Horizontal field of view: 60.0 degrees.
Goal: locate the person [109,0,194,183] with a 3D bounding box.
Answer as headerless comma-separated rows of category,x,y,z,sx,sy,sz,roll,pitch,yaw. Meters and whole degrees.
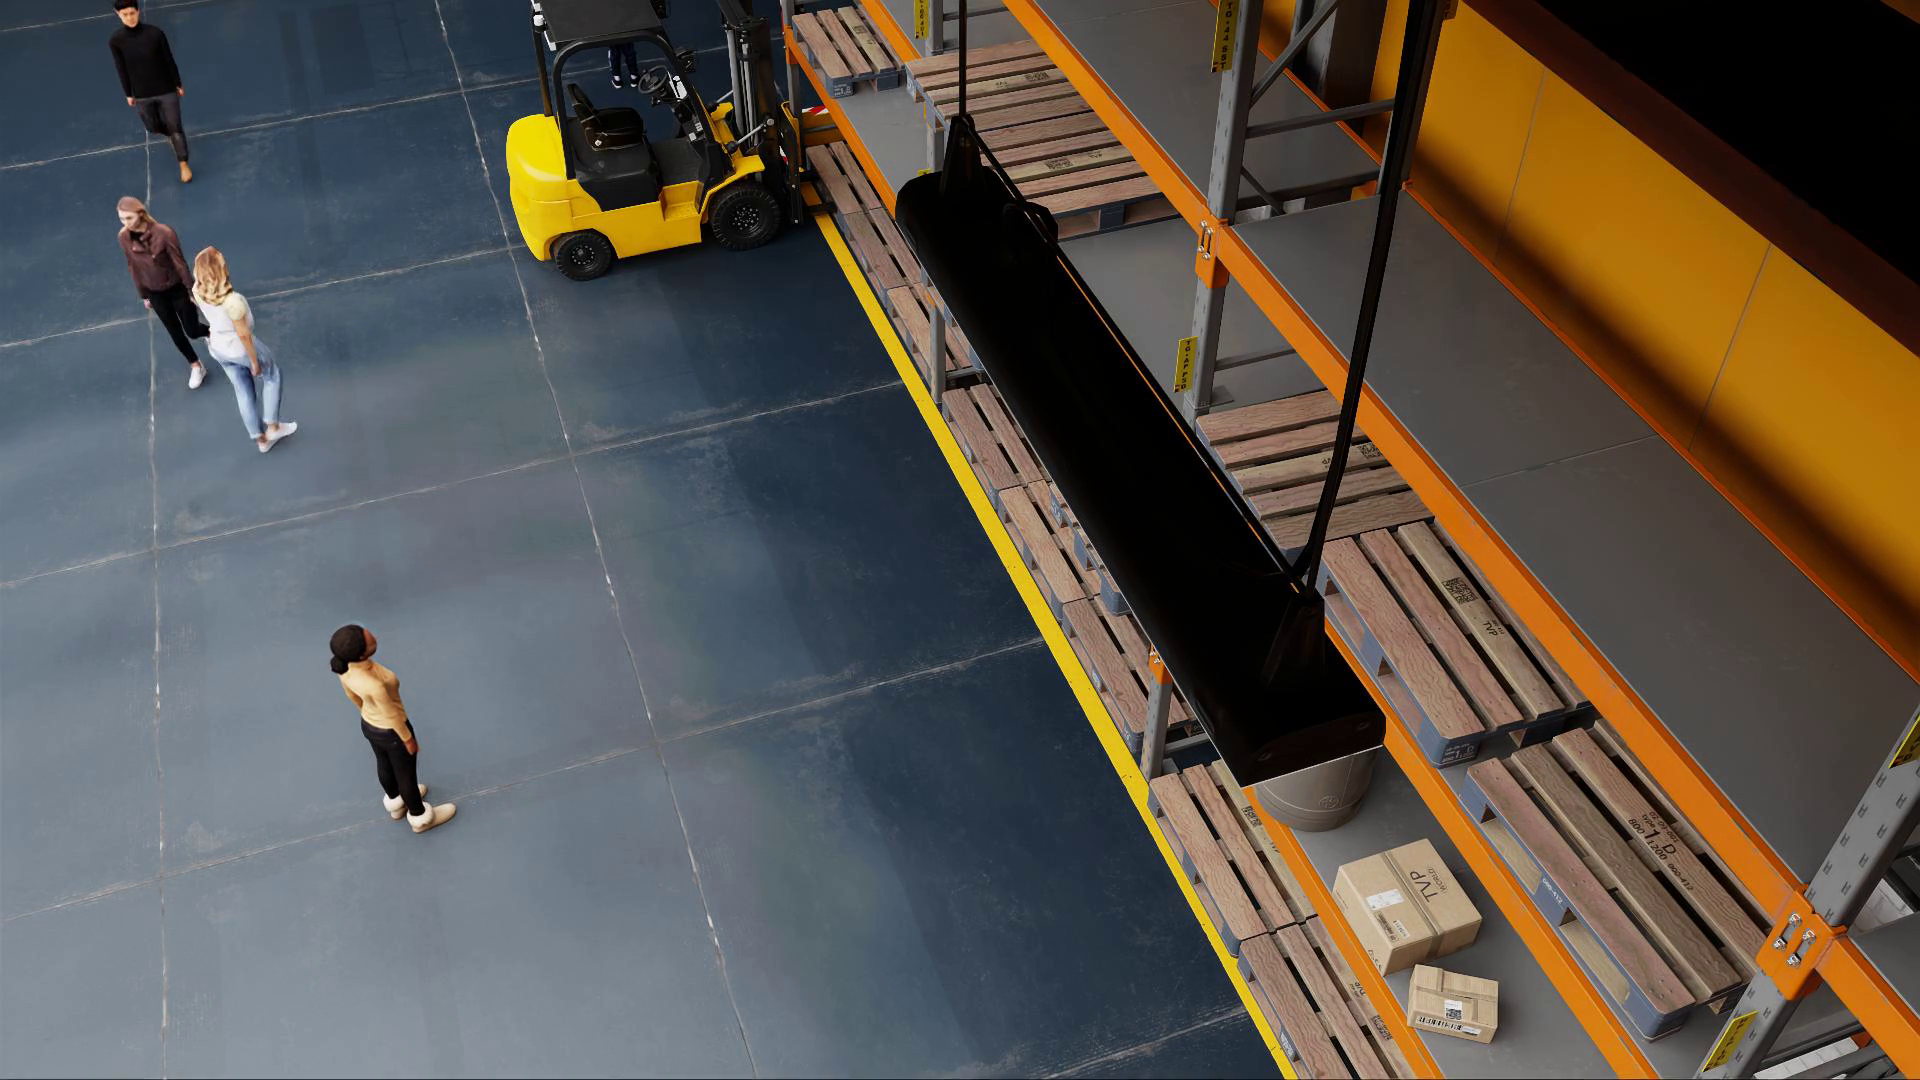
person,-7.347,-4.147,15.131,0.686,1.709,0.938,-12,45,-12

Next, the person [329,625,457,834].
person,-3.347,1.089,9.671,0.662,1.660,0.748,28,50,26

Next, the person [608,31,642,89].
person,-3.380,-5.089,16.449,0.529,1.255,0.509,-7,44,-7

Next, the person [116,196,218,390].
person,-6.087,-1.973,12.862,0.737,1.691,0.821,-1,44,-1

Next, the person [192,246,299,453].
person,-5.343,-1.325,12.168,0.754,1.712,0.809,16,46,16
